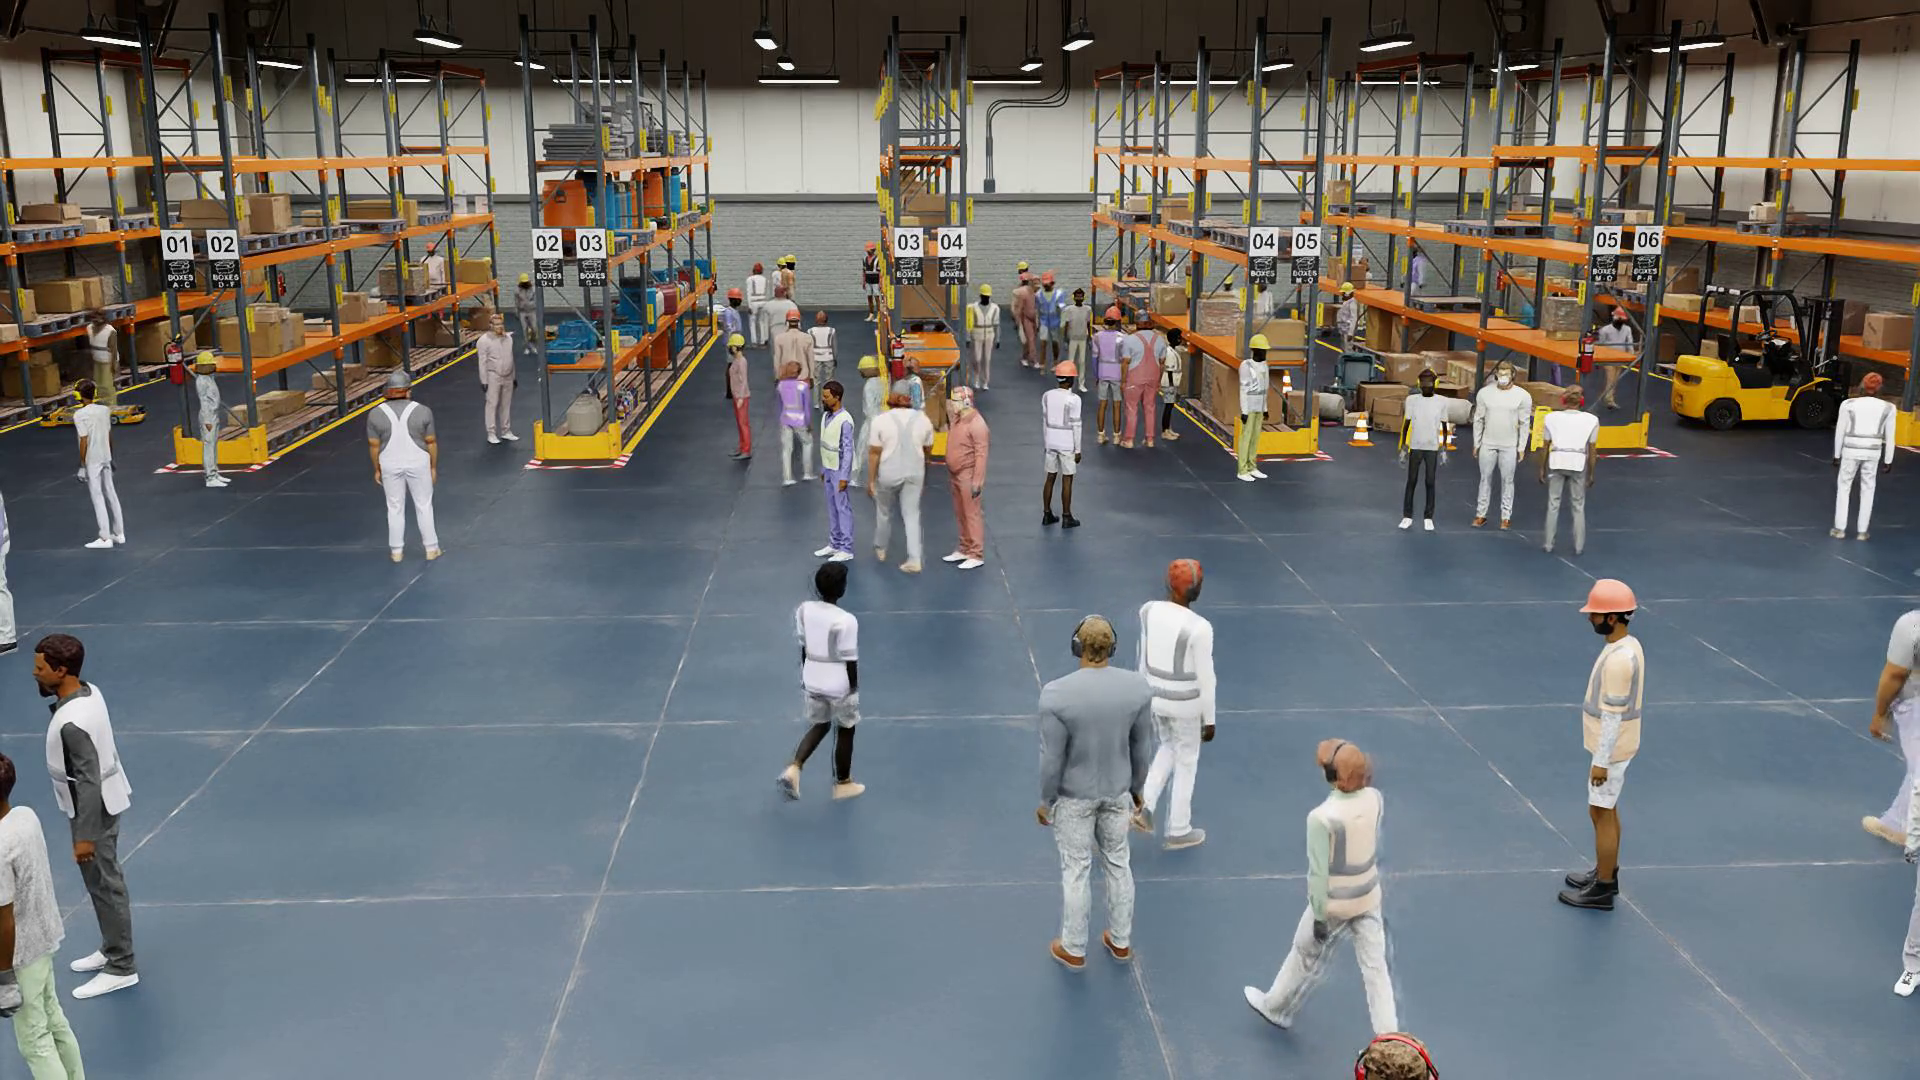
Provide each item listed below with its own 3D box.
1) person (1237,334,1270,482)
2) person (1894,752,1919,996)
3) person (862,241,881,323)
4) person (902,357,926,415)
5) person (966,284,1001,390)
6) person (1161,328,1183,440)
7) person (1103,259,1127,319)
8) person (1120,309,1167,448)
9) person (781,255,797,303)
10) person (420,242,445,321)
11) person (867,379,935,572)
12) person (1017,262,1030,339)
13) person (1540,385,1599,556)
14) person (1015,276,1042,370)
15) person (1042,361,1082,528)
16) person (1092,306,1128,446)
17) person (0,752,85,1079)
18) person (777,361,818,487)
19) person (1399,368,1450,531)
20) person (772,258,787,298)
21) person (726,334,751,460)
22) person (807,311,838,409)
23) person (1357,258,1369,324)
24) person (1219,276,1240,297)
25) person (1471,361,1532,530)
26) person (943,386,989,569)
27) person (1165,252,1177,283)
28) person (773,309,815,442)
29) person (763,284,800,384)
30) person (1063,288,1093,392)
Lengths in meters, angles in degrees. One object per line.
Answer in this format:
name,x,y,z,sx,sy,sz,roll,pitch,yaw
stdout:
person,3.883,-1.745,21.900,0.371,1.929,0.585,11,17,40
person,5.087,1.577,8.459,0.503,1.633,0.280,8,15,31
person,-2.209,-6.465,41.688,0.611,2.031,0.410,9,16,34
person,-0.609,-1.594,21.886,0.313,1.637,0.513,-2,13,-8
person,0.433,-3.647,29.992,0.629,1.907,0.461,-2,13,-9
person,3.161,-2.335,24.922,0.321,1.686,0.539,2,13,10
person,3.872,-6.143,41.090,0.758,1.673,0.537,-12,18,-42
person,2.635,-2.364,24.283,0.684,2.000,0.535,-5,14,-21
person,-3.915,-5.591,38.226,0.384,1.920,0.587,-6,14,-23
person,-13.248,-6.480,41.814,0.612,1.997,0.376,-2,13,-9
person,-0.624,-0.715,17.298,0.740,2.000,1.013,-4,14,-17
person,1.457,-5.483,38.086,0.309,1.769,0.524,2,13,7
person,6.521,-0.743,17.857,0.560,1.836,0.383,6,14,22
person,1.422,-4.334,33.067,0.662,1.854,0.996,-8,15,-29
person,1.197,-1.105,19.206,0.541,1.928,0.398,11,17,40
person,2.236,-2.408,24.452,0.612,2.048,0.363,8,16,31
person,-4.026,1.781,7.125,0.329,1.861,0.506,-4,14,-17
person,-2.106,-1.524,21.628,0.545,1.607,0.684,7,15,26
person,5.312,-1.038,19.034,0.535,1.868,0.309,5,14,18
person,-4.239,-5.851,39.666,0.518,1.757,0.338,-10,17,-36
person,-3.111,-2.012,23.380,0.308,1.769,0.525,-4,14,-17
person,-2.300,-3.000,27.832,0.512,1.642,0.312,0,13,-2
person,9.999,-6.209,41.433,0.309,1.639,0.522,11,17,40
person,5.578,-4.657,34.690,0.525,1.724,0.891,2,13,7
person,6.189,-1.084,19.078,0.631,1.940,0.370,7,15,28
person,0.040,-0.656,17.337,0.403,1.906,0.652,-6,15,-24
person,5.008,-5.923,39.701,0.356,1.883,0.574,2,13,10
person,-2.458,-2.428,24.676,0.619,1.986,0.400,-3,14,-14
person,-3.265,-3.731,30.432,0.652,1.881,0.852,-1,13,-2
person,2.115,-3.575,29.792,0.532,1.864,0.312,-2,13,-10
